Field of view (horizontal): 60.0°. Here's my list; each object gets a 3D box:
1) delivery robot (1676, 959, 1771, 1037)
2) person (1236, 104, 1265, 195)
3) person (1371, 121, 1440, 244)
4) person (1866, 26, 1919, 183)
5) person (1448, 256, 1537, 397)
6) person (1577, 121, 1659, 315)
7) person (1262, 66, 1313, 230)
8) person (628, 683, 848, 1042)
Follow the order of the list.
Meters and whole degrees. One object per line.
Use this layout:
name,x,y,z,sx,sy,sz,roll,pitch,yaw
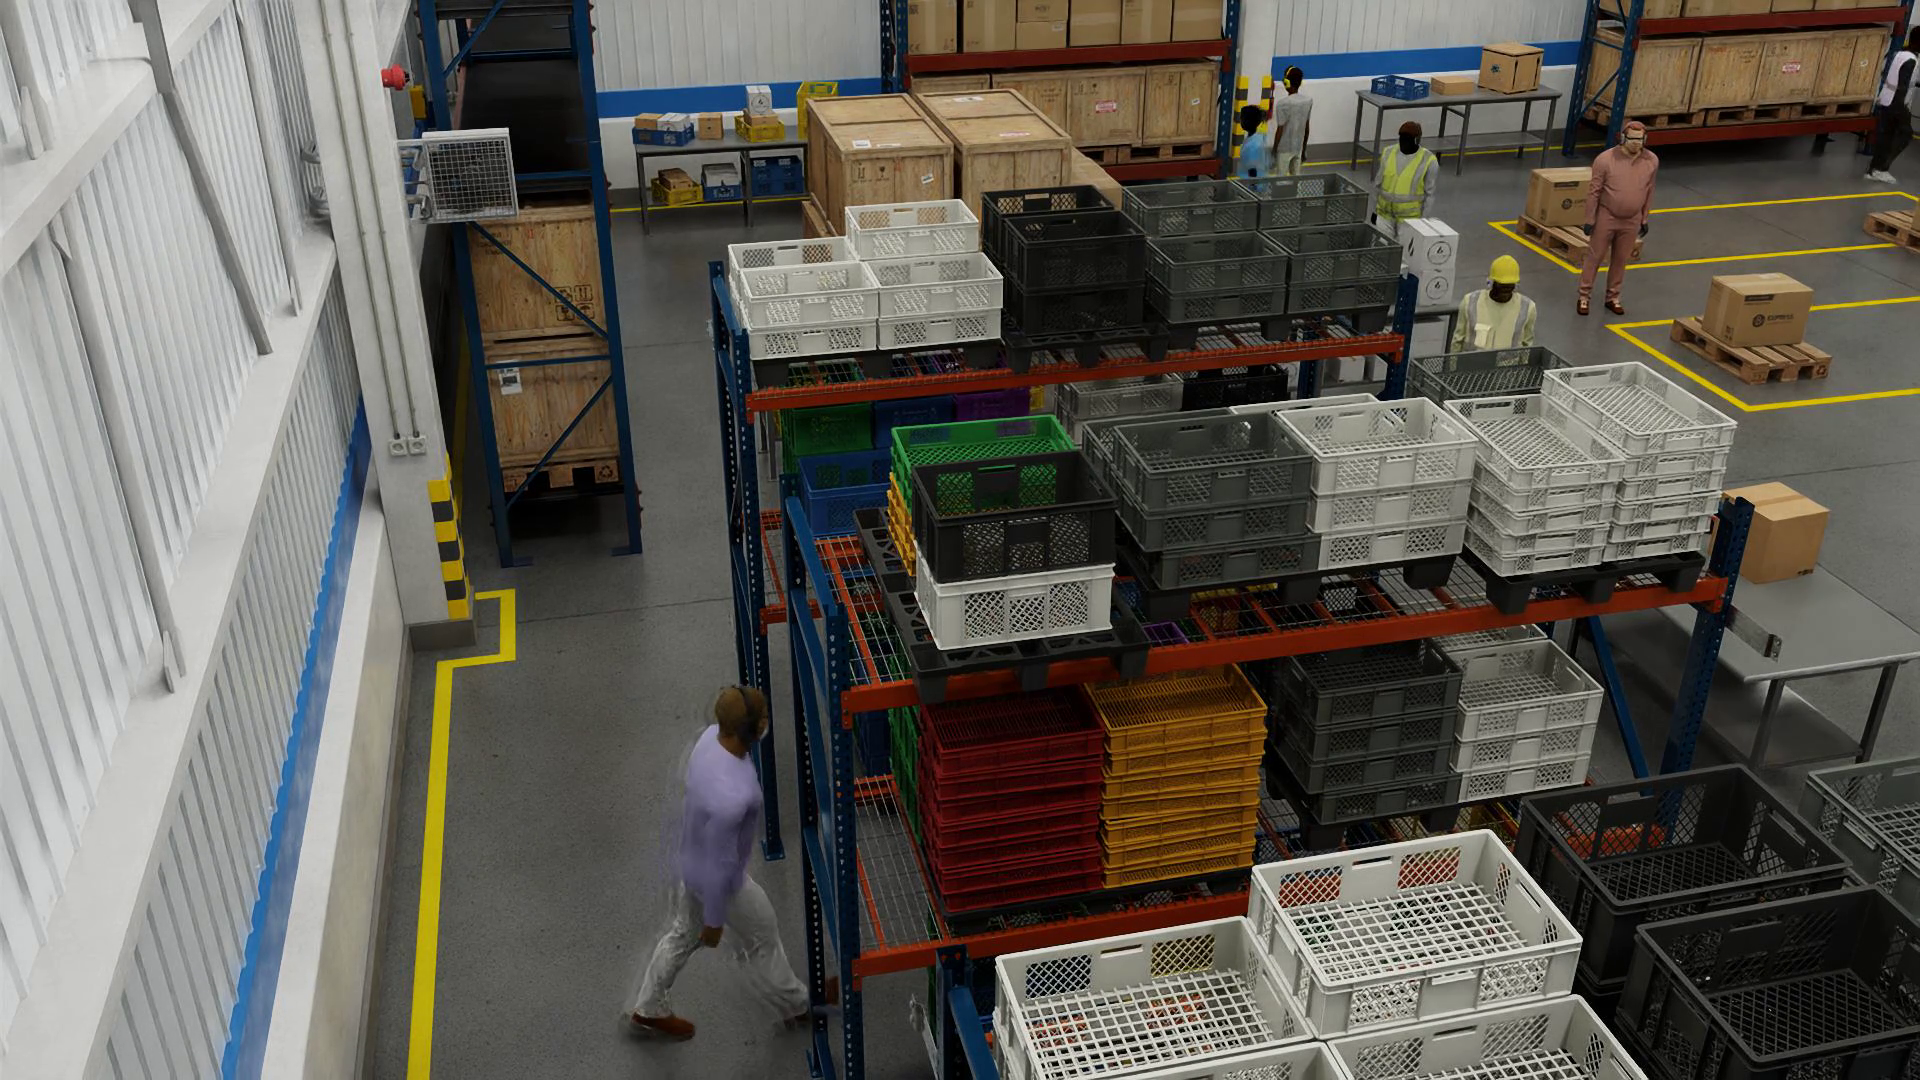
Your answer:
delivery robot,3.568,2.065,7.701,0.477,0.478,0.707,-12,30,-21
person,3.052,-3.779,17.680,0.379,1.675,0.550,5,28,9
person,4.347,-3.220,16.453,0.619,1.845,0.430,20,34,33
person,11.548,-5.337,20.404,0.523,1.899,0.632,9,29,16
person,4.076,-1.310,12.837,0.601,1.831,0.404,8,29,16
person,6.415,-3.126,16.206,0.649,1.906,0.401,-1,28,-1
person,3.649,-4.324,18.522,0.521,1.869,0.328,-15,31,-26
person,-1.067,1.492,7.476,1.050,1.878,0.664,-8,29,-15
